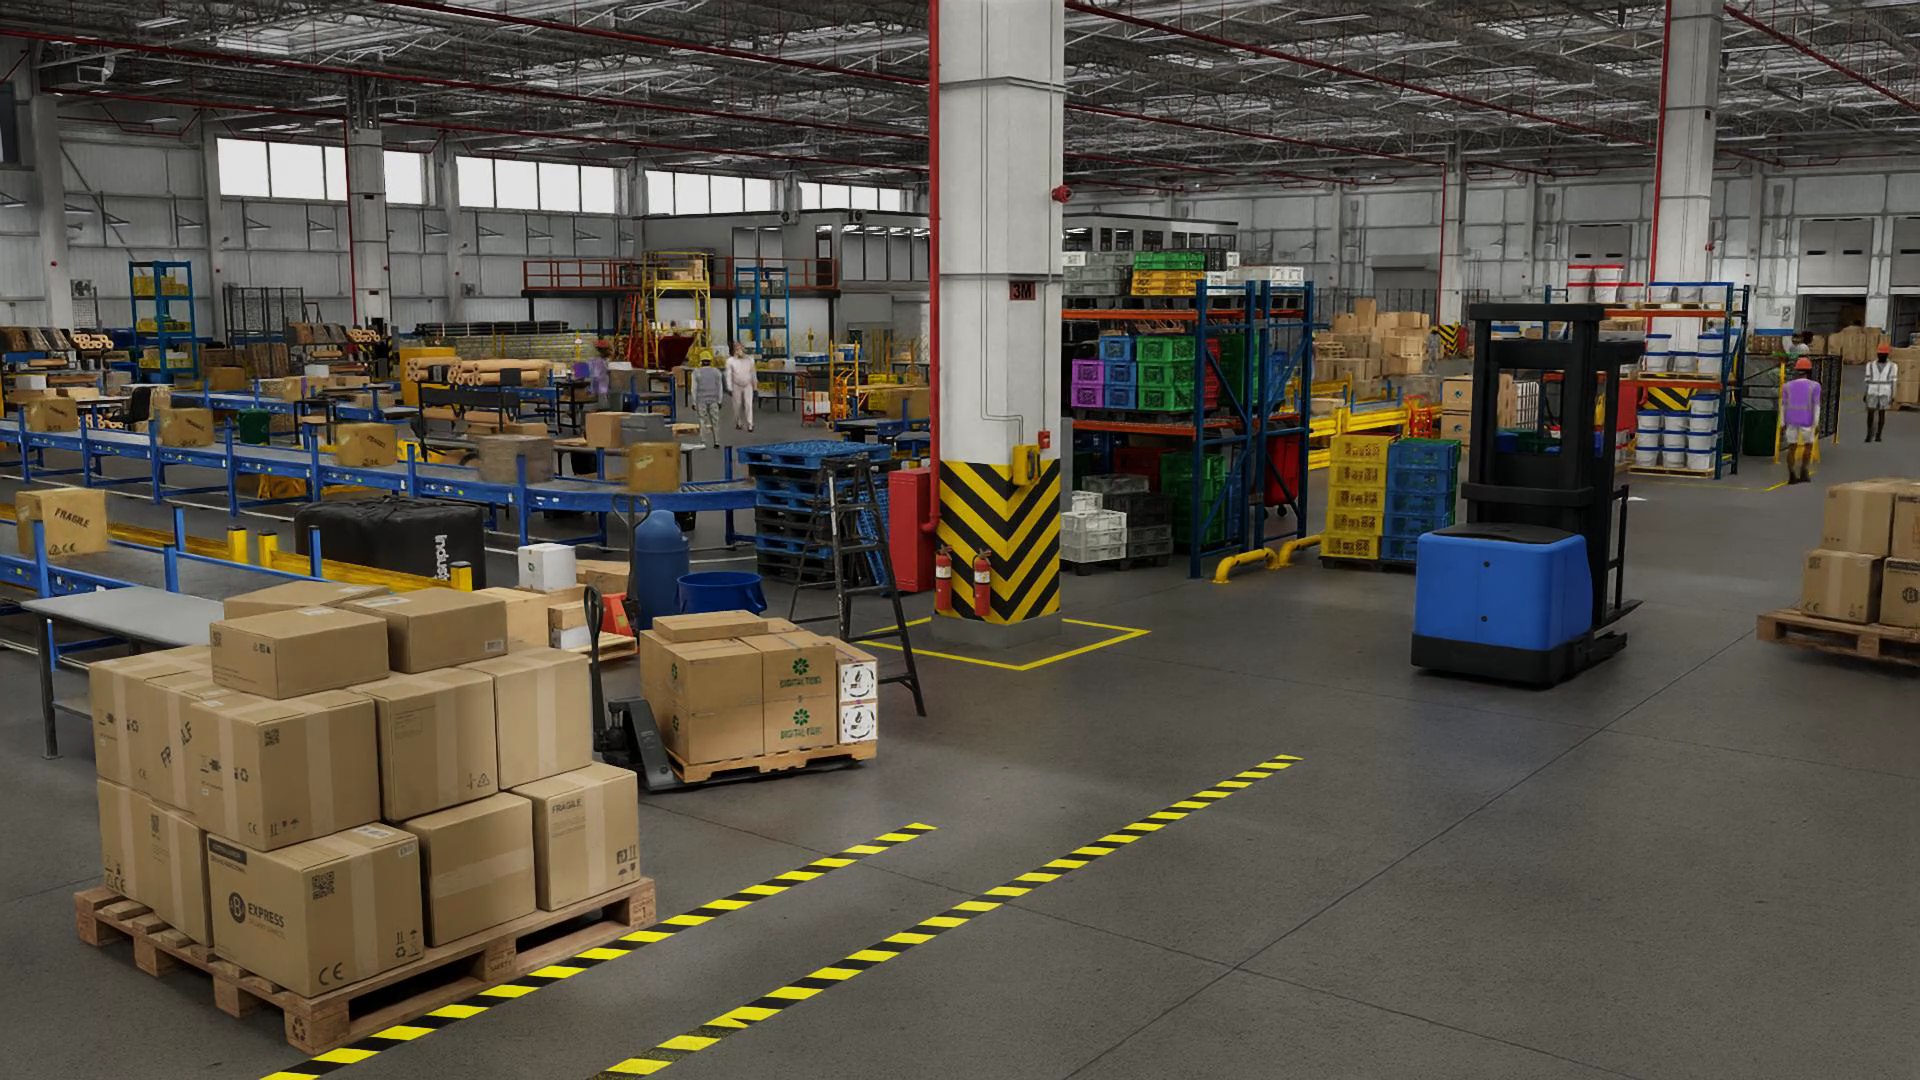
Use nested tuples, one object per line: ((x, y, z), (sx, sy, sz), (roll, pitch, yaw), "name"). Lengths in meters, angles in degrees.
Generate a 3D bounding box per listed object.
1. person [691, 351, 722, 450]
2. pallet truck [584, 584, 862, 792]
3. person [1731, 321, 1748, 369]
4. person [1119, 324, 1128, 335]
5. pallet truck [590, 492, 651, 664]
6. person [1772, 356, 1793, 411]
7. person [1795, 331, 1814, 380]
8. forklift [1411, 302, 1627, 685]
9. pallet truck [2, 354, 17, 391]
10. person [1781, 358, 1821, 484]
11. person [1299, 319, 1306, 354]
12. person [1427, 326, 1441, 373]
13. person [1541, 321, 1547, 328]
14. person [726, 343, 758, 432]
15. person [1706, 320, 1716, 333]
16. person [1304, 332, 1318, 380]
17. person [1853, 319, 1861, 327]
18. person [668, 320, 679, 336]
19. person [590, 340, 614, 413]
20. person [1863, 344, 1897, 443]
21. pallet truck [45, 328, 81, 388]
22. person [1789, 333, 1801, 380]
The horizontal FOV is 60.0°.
((-4.697, -2.585, 30.832), (0.592, 1.834, 0.404), (-3, 9, -22), "person")
((-1.426, 0.805, 10.019), (1.601, 1.201, 0.680), (-4, 9, -26), "pallet truck")
((30.092, -7.531, 64.167), (0.551, 1.834, 0.858), (-1, 9, -8), "person")
((5.211, -5.945, 53.193), (0.392, 1.922, 0.591), (-5, 10, -30), "person")
((-3.115, 0.344, 12.883), (0.653, 1.274, 1.630), (7, 11, 37), "pallet truck")
((17.137, -3.017, 34.508), (0.518, 1.596, 0.773), (-2, 9, -15), "person")
((21.608, -4.363, 42.464), (0.674, 1.934, 0.603), (4, 9, 24), "person")
((4.379, -0.438, 12.852), (1.129, 2.768, 1.873), (7, 11, 37), "forklift")
((-24.881, -4.417, 42.634), (1.885, 1.965, 0.823), (8, 11, 41), "pallet truck")
((12.797, -1.806, 25.285), (0.570, 1.919, 0.649), (7, 11, 41), "person")
((15.990, -9.539, 77.362), (0.374, 1.939, 0.545), (-6, 10, -35), "person")
((17.213, -6.911, 60.417), (0.497, 1.707, 0.819), (1, 9, 8), "person")
((24.310, -8.253, 69.052), (0.430, 1.836, 0.628), (-3, 9, -21), "person")
((-4.583, -3.213, 34.969), (0.660, 1.873, 0.850), (-2, 9, -13), "person")
((27.031, -6.986, 60.220), (0.772, 1.913, 0.662), (3, 9, 19), "person")
((10.335, -5.243, 49.029), (0.346, 1.759, 0.524), (-7, 11, -41), "person")
((37.719, -8.413, 70.146), (0.671, 1.827, 0.632), (3, 9, 19), "person")
((-11.530, -7.958, 67.094), (0.507, 1.825, 0.544), (-8, 12, -43), "person")
((-6.926, -2.849, 32.082), (0.573, 1.997, 0.623), (-2, 9, -14), "person")
((17.804, -2.829, 32.210), (0.565, 1.907, 0.873), (5, 10, 33), "person")
((-23.775, -4.544, 43.495), (1.885, 1.965, 0.823), (6, 10, 35), "pallet truck")
((21.639, -4.424, 43.112), (0.312, 1.869, 0.538), (-3, 9, -19), "person")
